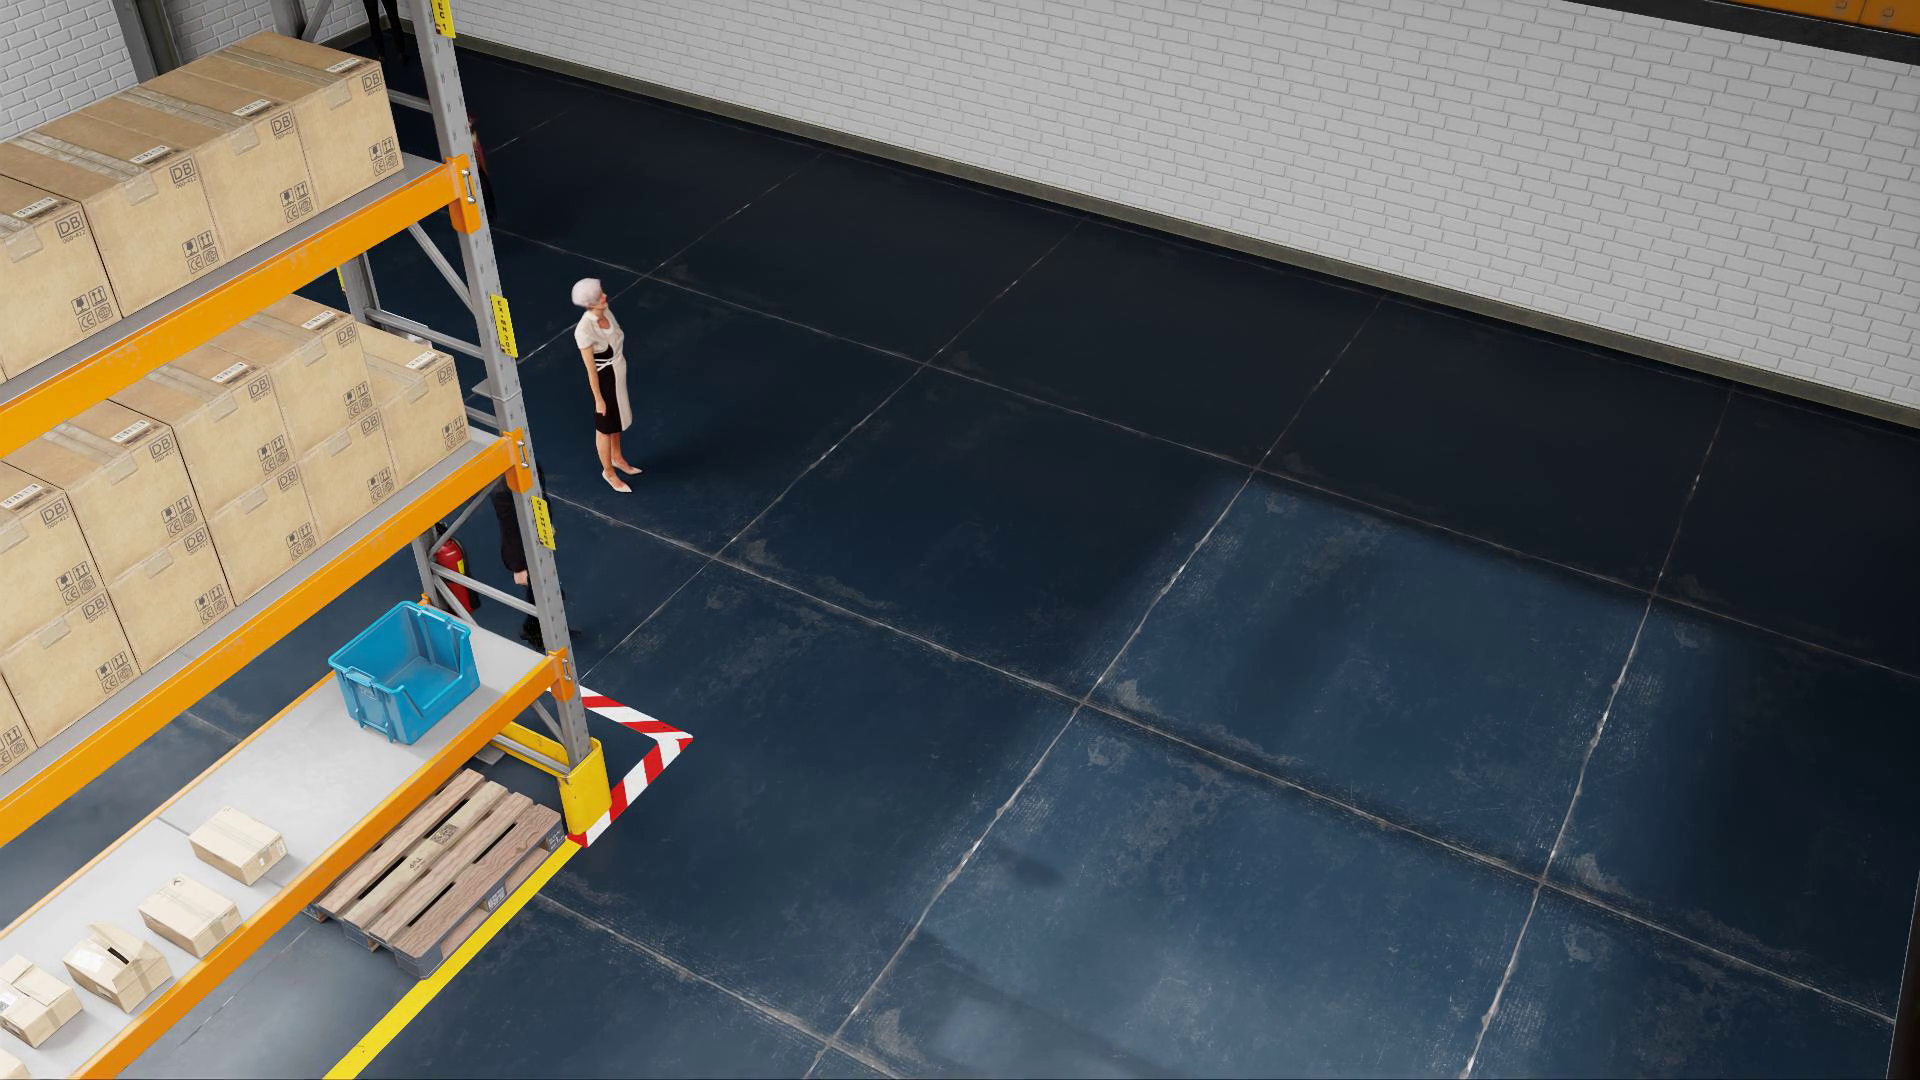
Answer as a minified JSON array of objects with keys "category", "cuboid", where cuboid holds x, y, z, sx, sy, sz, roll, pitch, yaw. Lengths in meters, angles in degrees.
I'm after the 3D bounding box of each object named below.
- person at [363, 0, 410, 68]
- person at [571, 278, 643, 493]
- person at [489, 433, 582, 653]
[{"category":"person","cuboid":[-6.501,-6.165,18.510,0.661,1.795,0.735,-12,40,-14]},{"category":"person","cuboid":[-2.620,-1.150,12.262,0.747,1.756,0.583,7,39,8]},{"category":"person","cuboid":[-2.854,0.035,10.692,0.915,1.865,0.771,0,39,1]}]
